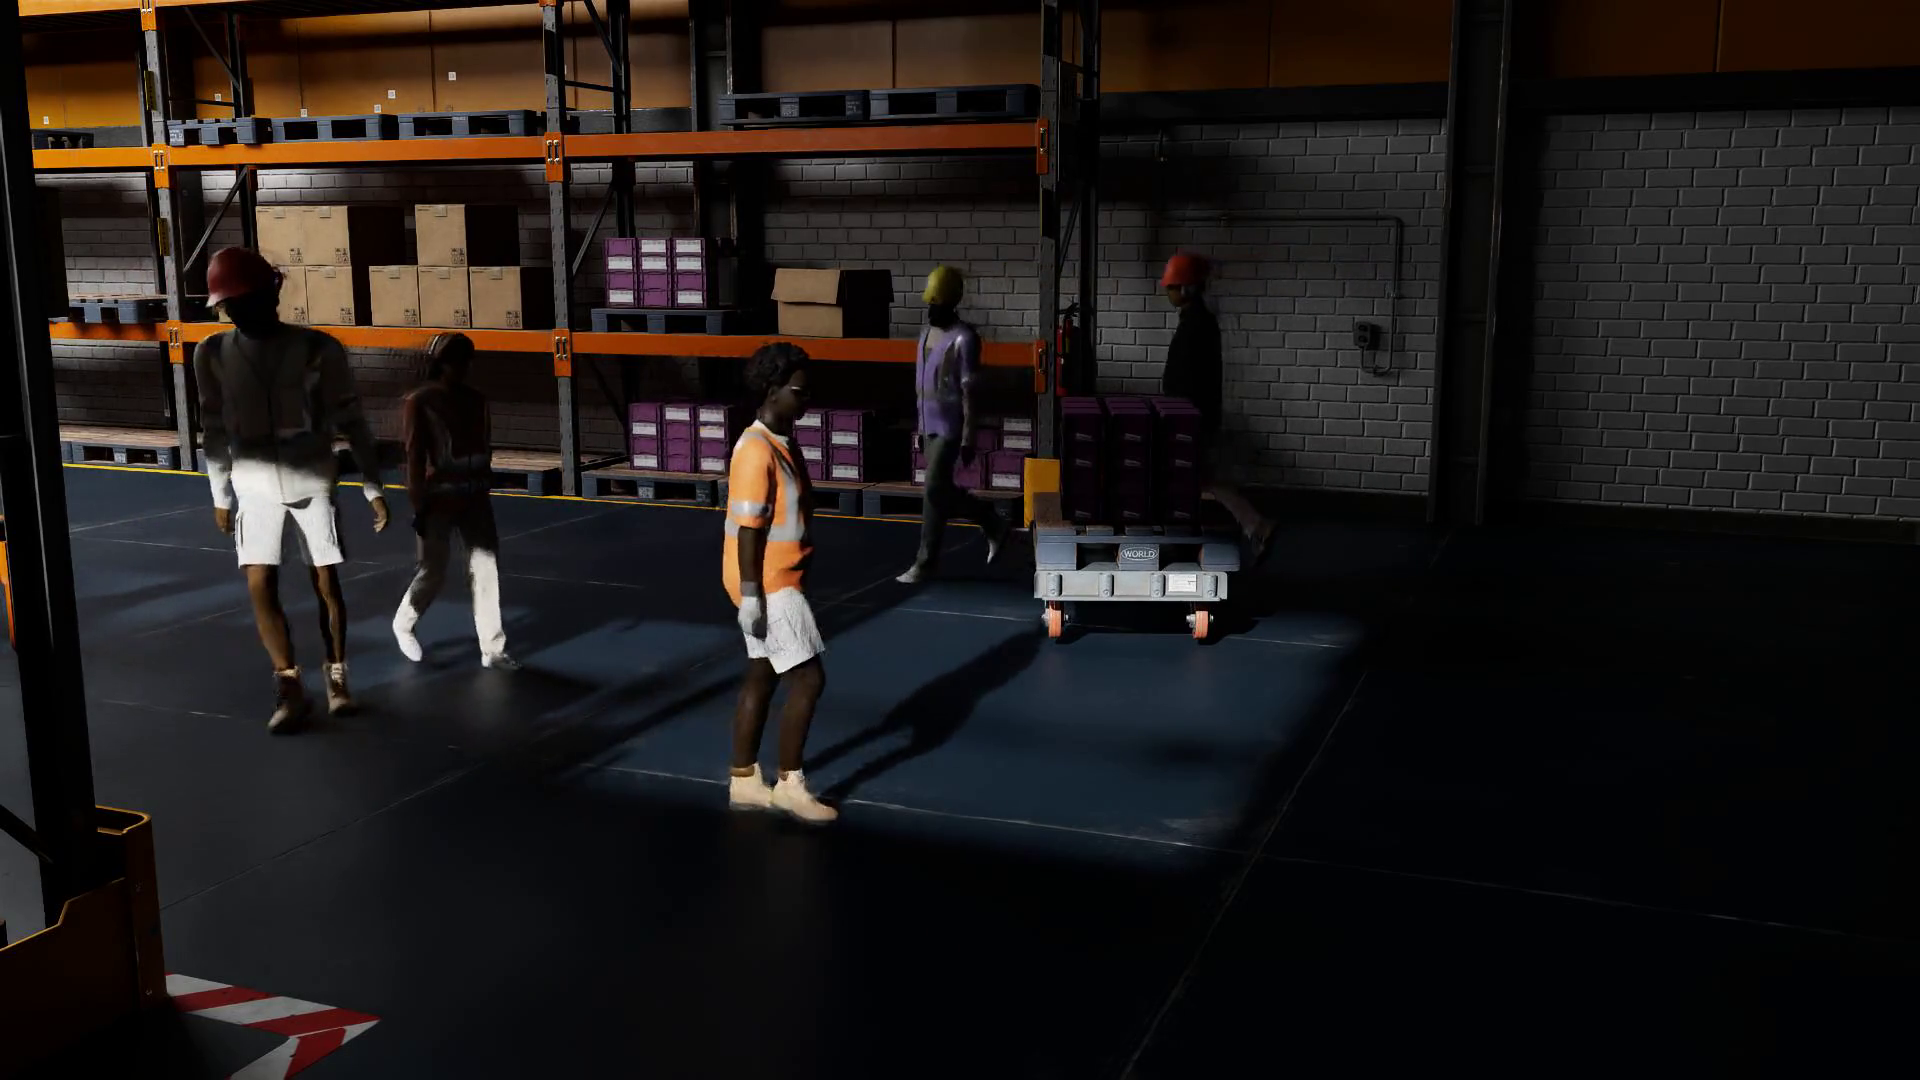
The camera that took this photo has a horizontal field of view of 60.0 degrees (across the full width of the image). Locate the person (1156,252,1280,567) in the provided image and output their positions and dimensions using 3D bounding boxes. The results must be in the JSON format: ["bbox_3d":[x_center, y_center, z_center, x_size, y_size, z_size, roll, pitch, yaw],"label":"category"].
[{"bbox_3d":[1.484,-0.739,10.005,0.797,1.964,0.621,3,11,17],"label":"person"}]

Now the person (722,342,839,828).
[{"bbox_3d":[-0.583,0.160,5.755,0.570,1.679,0.559,1,10,4],"label":"person"}]

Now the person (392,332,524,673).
[{"bbox_3d":[-2.432,-0.180,7.854,0.710,1.614,0.525,6,12,31],"label":"person"}]

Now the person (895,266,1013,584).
[{"bbox_3d":[-0.012,-0.682,9.876,0.752,1.887,0.608,-6,12,-29],"label":"person"}]

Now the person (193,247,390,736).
[{"bbox_3d":[-2.748,-0.197,6.890,0.743,1.998,0.686,-3,11,-15],"label":"person"}]
